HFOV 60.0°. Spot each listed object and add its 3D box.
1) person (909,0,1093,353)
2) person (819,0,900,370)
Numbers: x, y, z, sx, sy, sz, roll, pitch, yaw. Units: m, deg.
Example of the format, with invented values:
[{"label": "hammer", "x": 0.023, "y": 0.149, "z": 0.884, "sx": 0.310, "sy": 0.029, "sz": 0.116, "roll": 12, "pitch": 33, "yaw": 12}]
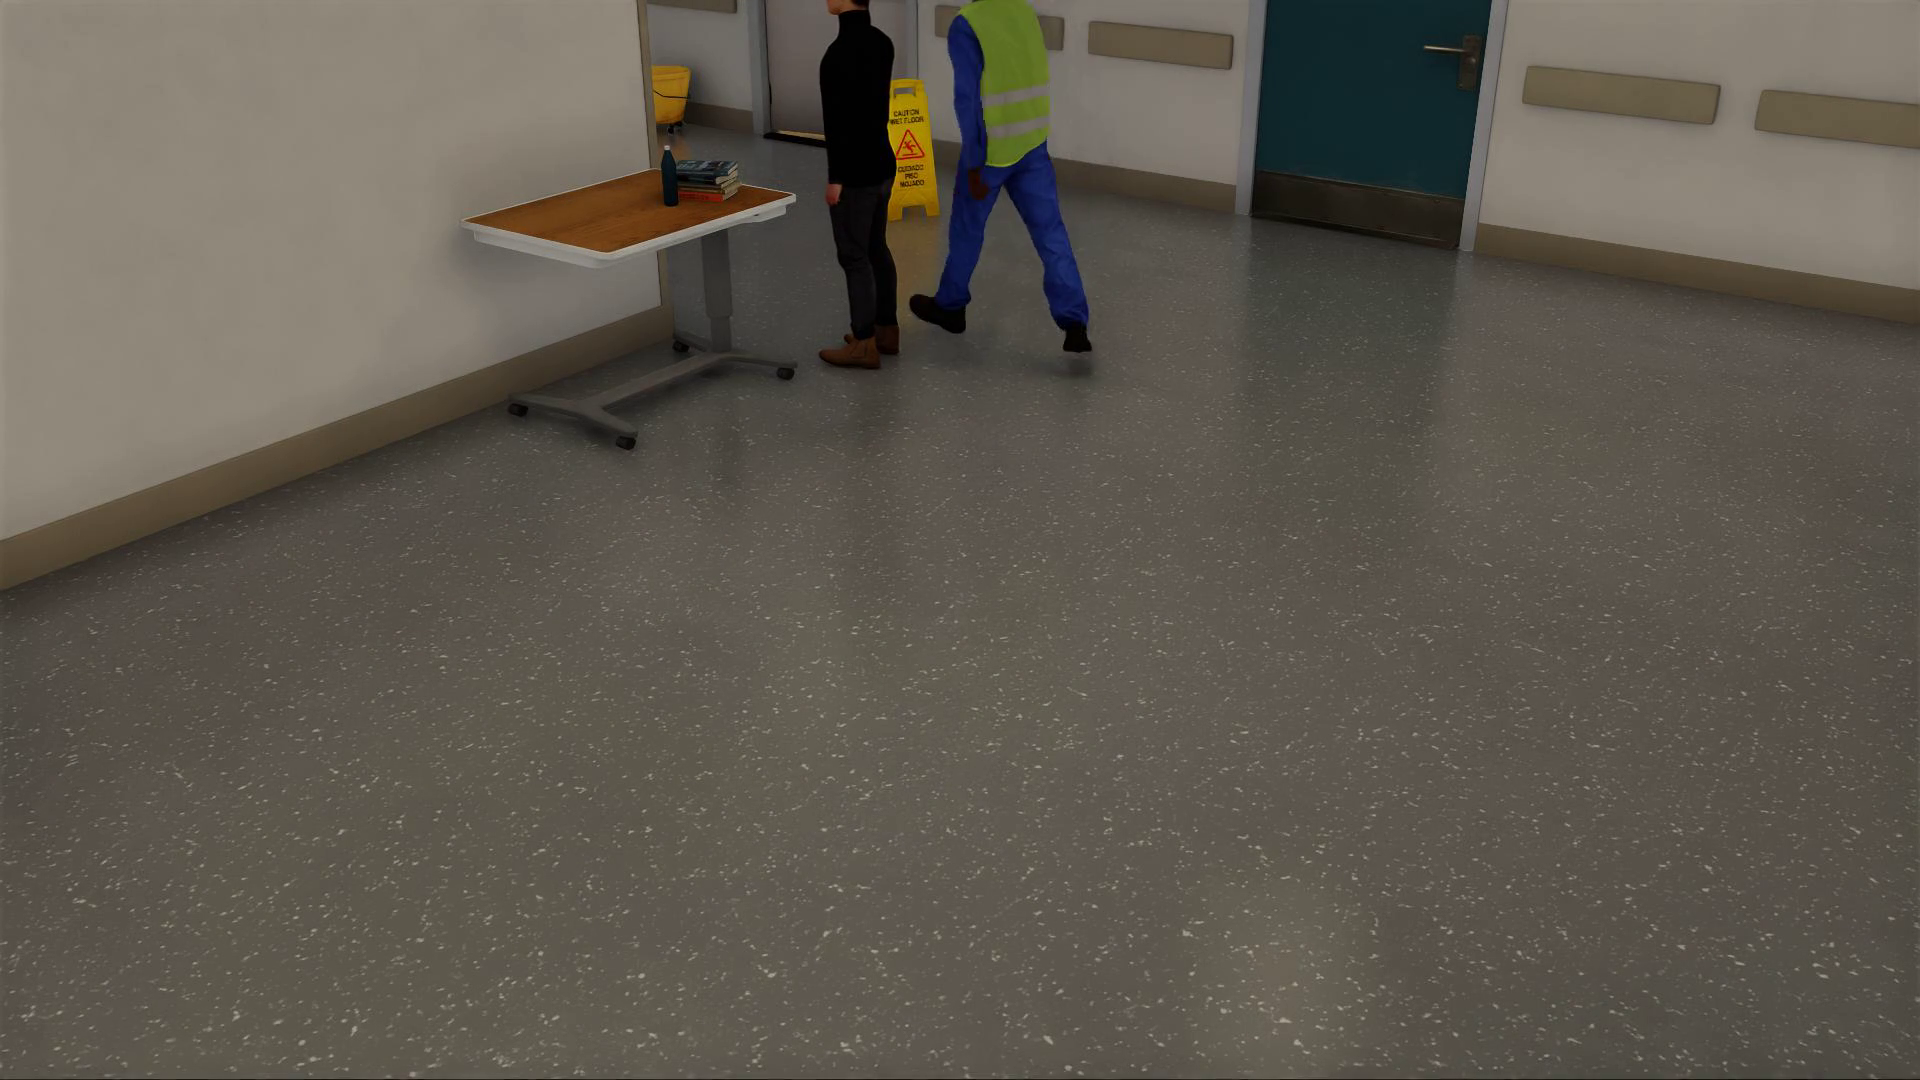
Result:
[{"label": "person", "x": 0.244, "y": -1.619, "z": 7.048, "sx": 0.986, "sy": 1.762, "sz": 1.324, "roll": -17, "pitch": 31, "yaw": -31}, {"label": "person", "x": -0.420, "y": -1.589, "z": 7.036, "sx": 0.628, "sy": 1.721, "sz": 0.687, "roll": 9, "pitch": 27, "yaw": 17}]
